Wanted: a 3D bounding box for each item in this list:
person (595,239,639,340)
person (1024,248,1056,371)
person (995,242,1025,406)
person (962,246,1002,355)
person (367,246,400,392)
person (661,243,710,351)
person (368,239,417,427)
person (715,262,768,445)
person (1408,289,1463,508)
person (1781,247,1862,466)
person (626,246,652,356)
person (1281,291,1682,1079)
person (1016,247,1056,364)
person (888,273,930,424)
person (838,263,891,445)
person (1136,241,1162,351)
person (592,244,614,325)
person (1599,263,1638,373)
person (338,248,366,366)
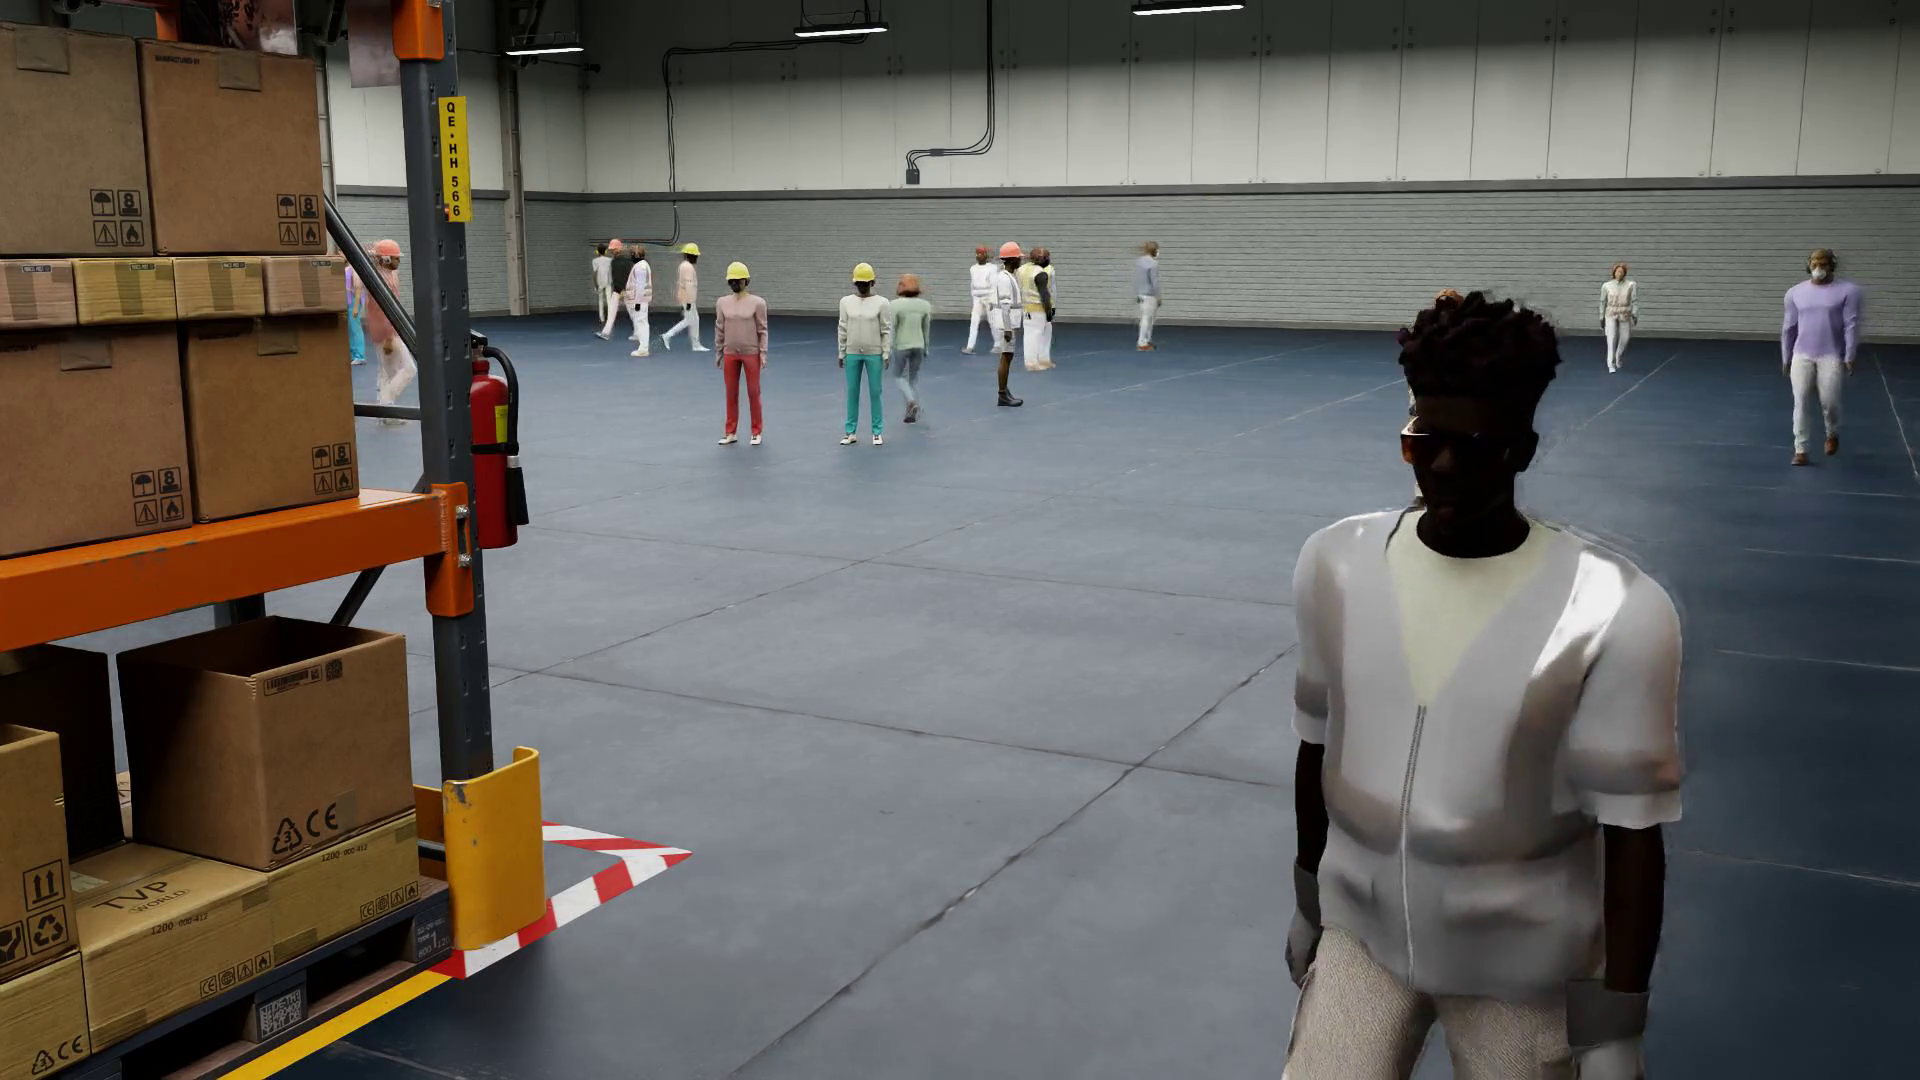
[{"bbox_3d":[-6.566,-4.807,32.060,0.617,1.936,1.009,9,14,40],"label":"person"},{"bbox_3d":[1.276,-3.443,24.914,0.637,1.819,0.650,-2,11,-11],"label":"person"},{"bbox_3d":[0.598,-2.560,19.776,0.349,1.940,0.551,1,10,6],"label":"person"},{"bbox_3d":[0.411,-4.072,28.326,0.592,1.842,0.979,7,13,34],"label":"person"},{"bbox_3d":[-7.553,-2.882,21.734,0.398,1.880,0.774,-1,10,-3],"label":"person"},{"bbox_3d":[-4.799,-4.211,28.931,0.775,1.897,0.600,-2,11,-13],"label":"person"},{"bbox_3d":[-5.996,-2.167,17.531,0.433,1.982,0.618,-6,12,-32],"label":"person"},{"bbox_3d":[-2.118,-1.792,16.067,0.533,1.767,0.326,2,11,12],"label":"person"},{"bbox_3d":[3.545,-1.015,12.189,0.507,1.632,0.272,6,12,28],"label":"person"},{"bbox_3d":[7.609,-1.624,14.729,0.647,1.924,0.657,9,14,40],"label":"person"},{"bbox_3d":[-5.397,-4.014,27.975,0.429,1.843,0.633,-1,10,-5],"label":"person"},{"bbox_3d":[0.692,0.615,2.455,0.623,1.931,0.884,8,13,37],"label":"person"},{"bbox_3d":[1.205,-3.687,26.196,0.634,1.841,0.429,2,11,9],"label":"person"},{"bbox_3d":[-0.545,-2.042,17.825,0.517,1.619,0.388,-5,12,-27],"label":"person"},{"bbox_3d":[-0.929,-1.789,16.070,0.523,1.761,0.330,2,11,9],"label":"person"},{"bbox_3d":[3.372,-4.270,29.147,0.581,1.920,0.661,-3,11,-18],"label":"person"},{"bbox_3d":[-7.974,-5.724,37.329,0.521,1.841,0.860,-3,11,-17],"label":"person"},{"bbox_3d":[9.746,-3.296,24.652,0.527,1.620,0.618,3,11,15],"label":"person"},{"bbox_3d":[-9.490,-3.649,25.968,0.390,1.847,0.563,-8,13,-38],"label":"person"}]
